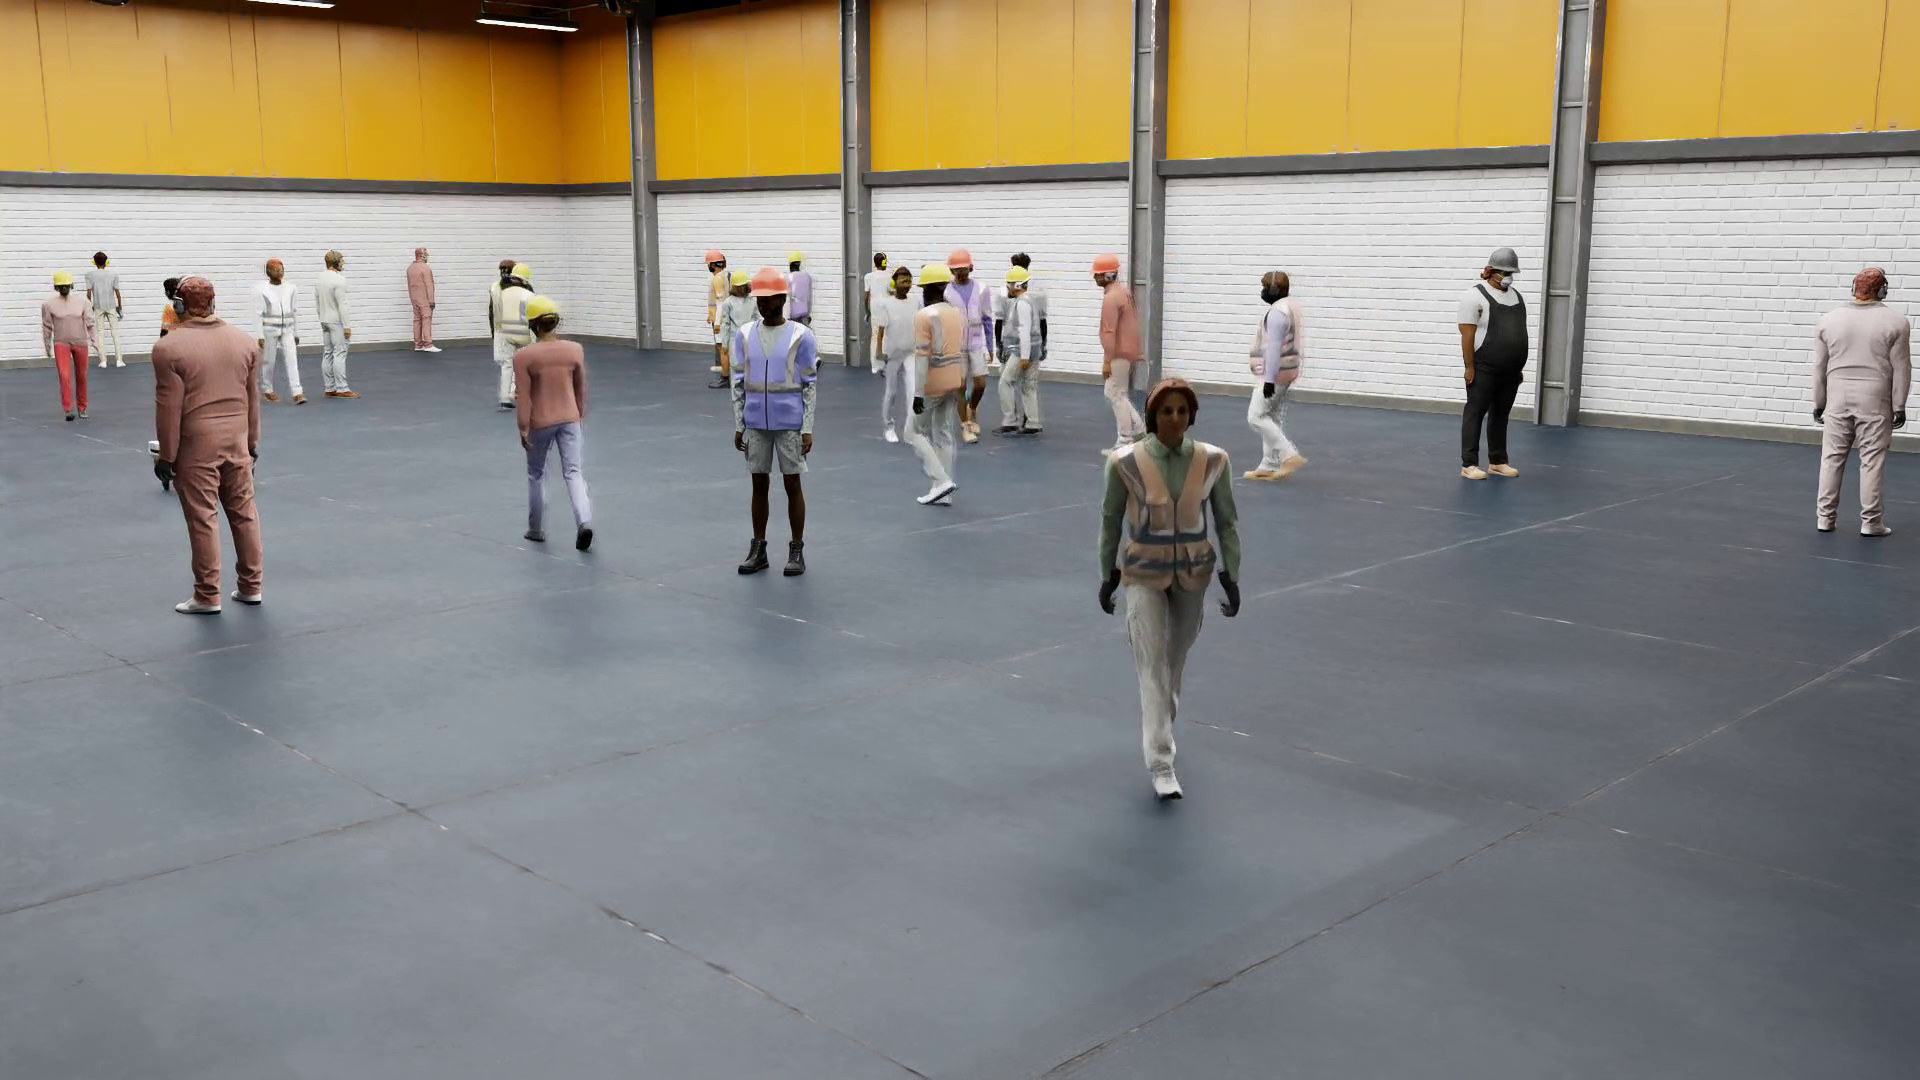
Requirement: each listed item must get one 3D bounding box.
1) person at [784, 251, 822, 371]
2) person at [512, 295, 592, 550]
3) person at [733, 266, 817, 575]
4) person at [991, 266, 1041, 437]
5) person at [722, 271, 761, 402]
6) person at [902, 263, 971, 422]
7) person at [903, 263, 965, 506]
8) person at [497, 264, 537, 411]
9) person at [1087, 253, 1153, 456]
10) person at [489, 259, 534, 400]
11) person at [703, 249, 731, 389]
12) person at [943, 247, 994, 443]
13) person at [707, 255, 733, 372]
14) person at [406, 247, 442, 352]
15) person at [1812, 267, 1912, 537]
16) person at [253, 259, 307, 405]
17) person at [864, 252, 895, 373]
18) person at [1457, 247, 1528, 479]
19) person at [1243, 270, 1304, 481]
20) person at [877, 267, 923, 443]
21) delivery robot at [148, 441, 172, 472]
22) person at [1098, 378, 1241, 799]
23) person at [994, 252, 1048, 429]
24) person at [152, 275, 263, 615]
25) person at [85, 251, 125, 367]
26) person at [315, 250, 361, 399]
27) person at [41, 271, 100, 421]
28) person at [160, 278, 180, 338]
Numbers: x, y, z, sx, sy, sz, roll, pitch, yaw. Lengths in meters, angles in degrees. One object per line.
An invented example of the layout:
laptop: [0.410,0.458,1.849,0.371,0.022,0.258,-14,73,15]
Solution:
person: [-2.524,-3.597,26.177,0.600,1.891,0.920,-10,14,-42]
person: [-2.776,-0.805,11.374,0.524,1.733,0.828,-6,12,-30]
person: [-1.171,-0.738,10.452,0.545,1.938,0.360,2,11,13]
person: [0.556,-1.983,17.584,0.657,1.806,0.631,1,10,6]
person: [-2.645,-2.370,19.961,0.528,1.713,0.592,-7,12,-33]
person: [-0.245,-2.255,19.048,0.800,1.820,0.575,-1,10,-7]
person: [-0.198,-1.204,13.047,0.409,1.913,0.625,7,12,33]
person: [-5.364,-2.476,20.346,0.606,1.782,0.934,4,11,22]
person: [1.496,-1.768,16.009,0.584,1.961,0.639,2,11,11]
person: [-5.864,-2.762,21.791,0.637,1.823,0.568,2,11,13]
person: [-3.381,-3.078,23.223,0.376,1.933,0.545,0,10,-2]
person: [0.044,-1.995,17.090,0.647,2.014,0.521,-3,11,-16]
person: [-3.740,-3.563,26.108,0.517,1.843,0.325,-9,14,-41]
person: [-9.839,-4.403,30.519,0.638,1.911,0.402,8,13,38]
person: [6.417,-0.980,11.851,0.406,1.910,0.639,-10,15,-44]
person: [-8.616,-2.621,21.013,0.591,1.831,1.011,-10,15,-44]
person: [-1.237,-3.517,25.813,0.521,1.864,0.335,3,11,14]
person: [4.731,-1.554,14.619,0.681,2.000,0.538,-5,12,-26]
person: [2.711,-1.399,14.339,0.433,1.832,0.654,4,11,19]
person: [-0.603,-1.851,16.863,0.551,1.813,1.000,-4,11,-21]
delivery robot: [-6.449,-0.755,14.058,0.477,0.478,0.707,10,14,43]
person: [0.819,0.159,6.511,0.532,1.588,0.903,-1,10,-7]
person: [0.664,-2.144,18.097,0.618,1.951,0.414,-1,10,-6]
person: [-4.269,-0.534,9.421,0.405,1.911,0.636,6,12,31]
person: [-13.858,-3.728,26.943,0.516,1.871,0.325,-5,12,-26]
person: [-8.152,-2.803,21.708,0.630,1.938,0.366,9,14,40]
person: [-10.210,-2.221,19.129,0.537,1.722,0.906,-7,12,-33]
person: [-9.016,-2.234,19.416,0.903,1.646,0.537,1,10,8]
